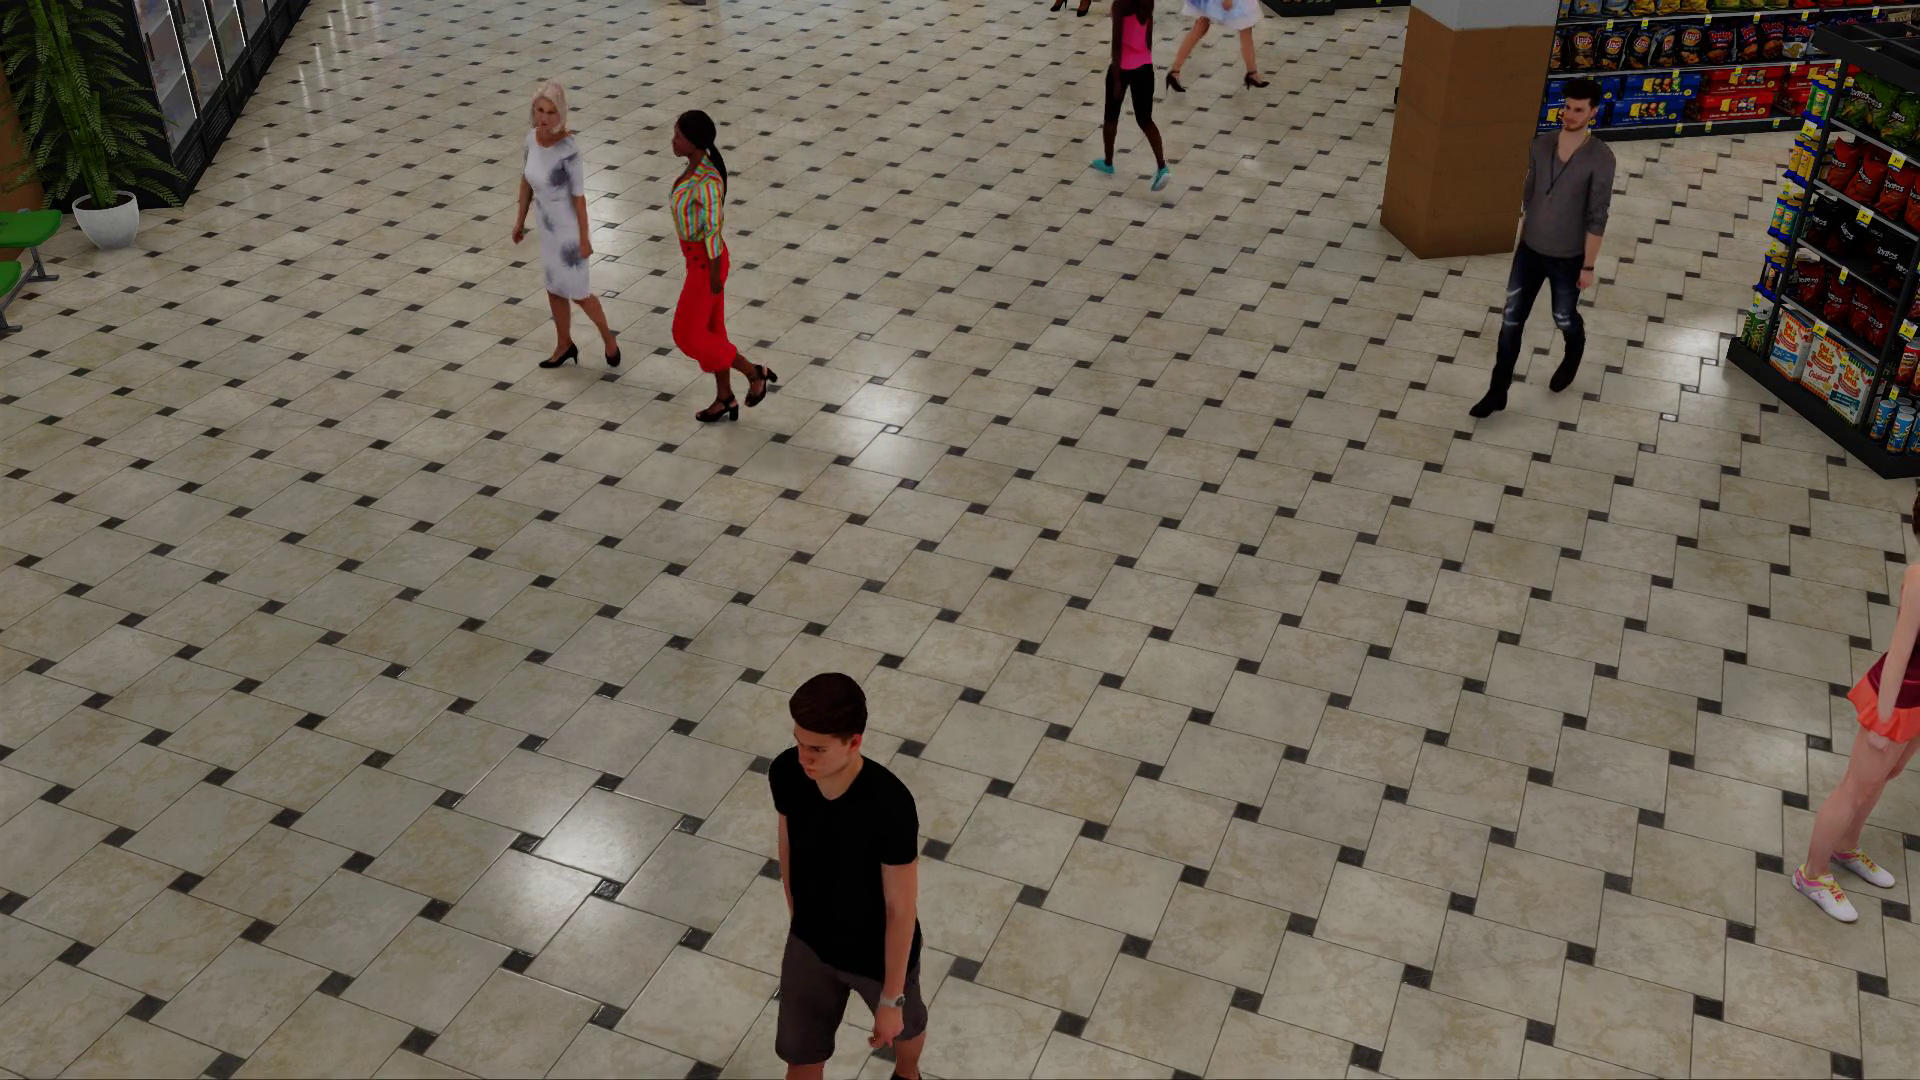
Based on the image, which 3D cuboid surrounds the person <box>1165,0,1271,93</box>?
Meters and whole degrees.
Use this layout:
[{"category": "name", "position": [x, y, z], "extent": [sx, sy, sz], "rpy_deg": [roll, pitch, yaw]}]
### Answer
[{"category": "person", "position": [2.144, -4.607, 14.077], "extent": [1.254, 1.762, 0.785], "rpy_deg": [-11, 34, -17]}]

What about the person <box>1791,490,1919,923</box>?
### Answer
[{"category": "person", "position": [3.307, 0.539, 5.816], "extent": [0.634, 1.752, 0.721], "rpy_deg": [-23, 39, -32]}]

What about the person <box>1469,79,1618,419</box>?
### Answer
[{"category": "person", "position": [3.316, -1.601, 9.138], "extent": [1.314, 1.877, 1.120], "rpy_deg": [-27, 41, -36]}]

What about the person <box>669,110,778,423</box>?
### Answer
[{"category": "person", "position": [-1.273, -1.443, 8.972], "extent": [0.792, 1.784, 0.601], "rpy_deg": [-8, 33, -13]}]

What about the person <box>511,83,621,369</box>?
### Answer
[{"category": "person", "position": [-2.284, -1.785, 9.568], "extent": [0.828, 1.735, 0.791], "rpy_deg": [-22, 38, -31]}]

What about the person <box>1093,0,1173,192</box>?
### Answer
[{"category": "person", "position": [1.313, -3.381, 12.181], "extent": [1.143, 1.685, 0.857], "rpy_deg": [-15, 35, -23]}]

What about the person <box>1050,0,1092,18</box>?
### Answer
[{"category": "person", "position": [1.153, -6.182, 16.535], "extent": [0.750, 1.841, 0.799], "rpy_deg": [23, 39, 32]}]

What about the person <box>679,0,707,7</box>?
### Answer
[{"category": "person", "position": [-2.696, -6.427, 16.898], "extent": [0.823, 1.873, 0.785], "rpy_deg": [16, 35, 24]}]

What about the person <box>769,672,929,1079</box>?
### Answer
[{"category": "person", "position": [-0.242, 1.109, 4.832], "extent": [1.143, 1.825, 1.156], "rpy_deg": [16, 35, 24]}]
